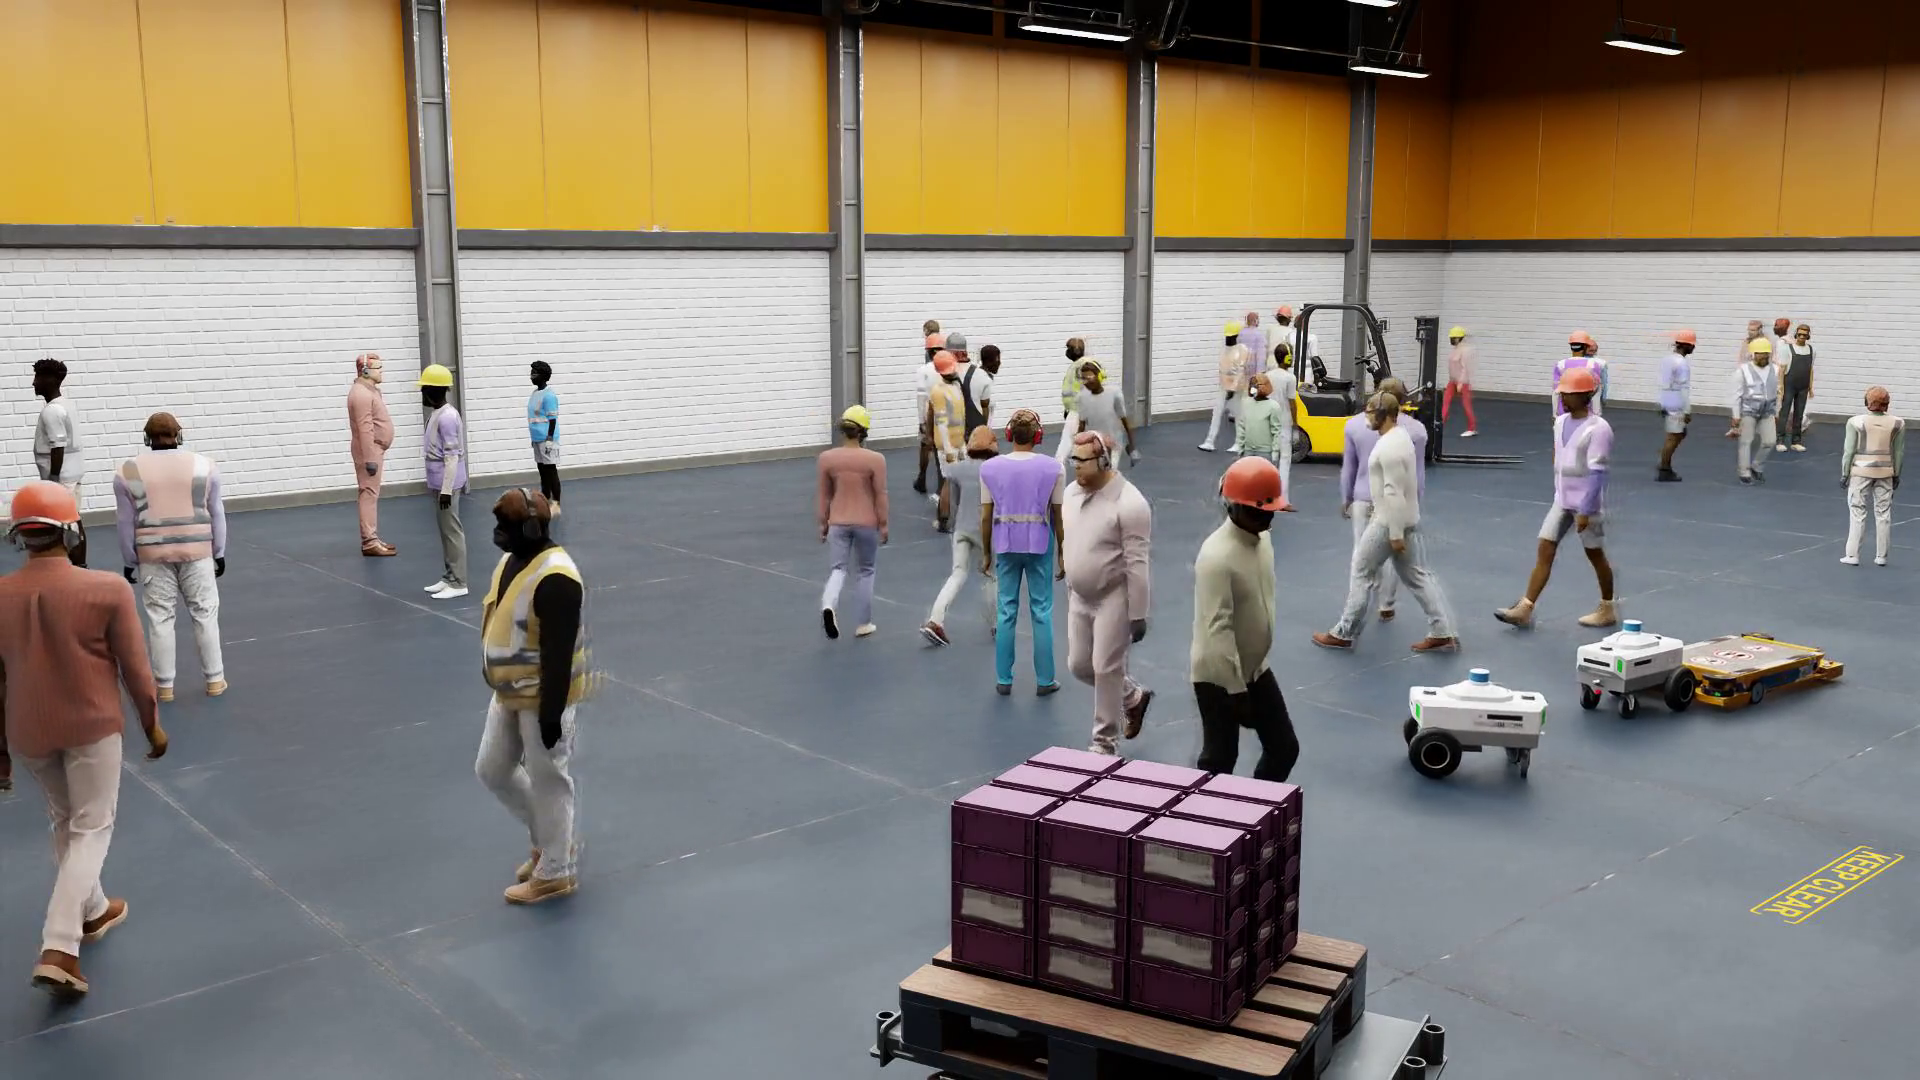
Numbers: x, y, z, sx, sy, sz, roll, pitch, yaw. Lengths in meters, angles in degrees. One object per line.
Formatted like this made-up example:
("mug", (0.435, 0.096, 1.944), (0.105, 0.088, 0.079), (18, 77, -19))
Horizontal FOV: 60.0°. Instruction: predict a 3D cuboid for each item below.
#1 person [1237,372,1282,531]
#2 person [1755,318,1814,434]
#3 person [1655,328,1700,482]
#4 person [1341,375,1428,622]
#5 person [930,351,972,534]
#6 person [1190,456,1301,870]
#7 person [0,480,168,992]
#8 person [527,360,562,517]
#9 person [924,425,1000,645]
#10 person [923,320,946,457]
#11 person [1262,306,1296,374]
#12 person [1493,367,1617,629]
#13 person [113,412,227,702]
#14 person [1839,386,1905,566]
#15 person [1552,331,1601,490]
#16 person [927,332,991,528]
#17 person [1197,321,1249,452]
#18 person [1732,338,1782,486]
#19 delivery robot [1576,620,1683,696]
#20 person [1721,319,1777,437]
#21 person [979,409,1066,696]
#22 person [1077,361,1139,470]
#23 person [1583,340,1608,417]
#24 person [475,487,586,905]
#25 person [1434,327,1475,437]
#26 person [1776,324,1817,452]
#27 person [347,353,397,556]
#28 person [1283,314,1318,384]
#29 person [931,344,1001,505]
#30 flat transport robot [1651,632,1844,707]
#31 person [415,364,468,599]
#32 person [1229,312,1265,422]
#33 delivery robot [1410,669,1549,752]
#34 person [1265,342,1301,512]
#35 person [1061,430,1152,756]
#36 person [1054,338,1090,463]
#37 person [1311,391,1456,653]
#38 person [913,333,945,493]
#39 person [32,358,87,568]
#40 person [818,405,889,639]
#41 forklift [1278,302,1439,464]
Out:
("person", (3.056, -0.898, 17.031), (0.286, 1.634, 0.500), (-8, 13, -40))
("person", (12.987, -2.574, 26.214), (0.581, 1.855, 0.892), (-9, 13, -43))
("person", (8.943, -1.674, 20.727), (0.453, 1.917, 0.583), (0, 10, 1))
("person", (3.207, -0.293, 12.659), (0.642, 1.918, 0.610), (4, 10, 22))
("person", (-0.096, -0.977, 16.787), (0.389, 1.883, 0.661), (5, 11, 25))
("person", (1.274, 0.593, 7.348), (0.604, 1.959, 0.638), (7, 12, 36))
("person", (-3.501, 0.747, 6.486), (0.620, 1.958, 0.981), (0, 10, -2))
("person", (-4.499, -1.090, 17.973), (0.318, 1.697, 0.535), (-7, 12, -35))
("person", (0.088, -0.036, 12.114), (0.537, 1.592, 0.837), (7, 12, 37))
("person", (-0.303, -2.133, 23.421), (0.444, 1.921, 0.661), (2, 10, 11))
("person", (5.212, -2.808, 27.153), (0.618, 2.004, 0.611), (-8, 13, -41))
("person", (4.571, -0.295, 12.465), (1.034, 1.984, 0.632), (-3, 10, -17))
("person", (-4.989, 0.106, 10.562), (0.624, 1.839, 0.430), (-4, 11, -25))
("person", (8.277, -0.573, 15.112), (0.523, 1.638, 0.310), (1, 10, 8))
("person", (7.355, -1.530, 19.875), (0.543, 1.928, 0.374), (5, 11, 28))
("person", (-0.048, -1.128, 17.192), (0.673, 2.000, 0.535), (-3, 10, -18))
("person", (3.792, -2.167, 23.734), (0.907, 1.879, 0.591), (-7, 12, -36))
("person", (9.765, -1.563, 20.387), (0.618, 1.816, 0.422), (0, 10, -1))
("delivery robot", (4.155, 0.741, 10.317), (0.707, 0.478, 0.477), (-7, 12, -35))
("person", (12.342, -2.503, 25.790), (0.873, 1.865, 0.711), (0, 10, 2))
("person", (0.404, 0.090, 10.628), (0.563, 1.847, 0.389), (2, 10, 10))
("person", (1.403, -0.851, 16.282), (0.552, 1.793, 0.939), (7, 12, 34))
("person", (8.914, -2.016, 23.658), (0.549, 1.621, 0.423), (4, 10, 21))
("person", (-1.853, 0.678, 7.219), (0.447, 1.831, 0.651), (-7, 12, -35))
("person", (7.667, -2.442, 25.802), (0.912, 1.710, 0.543), (-3, 10, -17))
("person", (12.058, -2.186, 23.967), (0.506, 1.843, 0.351), (0, 10, -2))
("person", (-5.538, -0.805, 15.693), (0.400, 1.910, 0.643), (-3, 10, -17))
("person", (5.468, -2.681, 26.743), (0.575, 1.884, 0.355), (5, 11, 25))
("person", (0.154, -1.231, 18.328), (0.972, 1.867, 0.672), (-1, 10, -4))
("flat transport robot", (5.095, 0.832, 10.885), (1.431, 0.197, 0.652), (-7, 12, -35))
("person", (-4.268, -0.481, 13.726), (0.364, 1.930, 0.588), (-5, 11, -25))
("person", (4.911, -2.918, 28.204), (0.982, 1.864, 0.665), (-9, 13, -41))
("delivery robot", (2.835, 0.949, 9.099), (0.707, 0.478, 0.477), (2, 10, 12))
("person", (3.547, -1.239, 18.350), (0.313, 1.867, 0.528), (-6, 12, -33))
("person", (0.849, 0.315, 9.200), (0.634, 1.882, 0.665), (-7, 12, -37))
("person", (1.482, -1.666, 21.112), (0.978, 1.791, 0.637), (0, 10, -2))
("person", (3.077, -0.115, 11.787), (0.989, 1.884, 0.628), (4, 11, 24))
("person", (-0.299, -1.474, 19.621), (0.554, 1.908, 0.859), (-3, 10, -16))
("person", (-7.575, -0.546, 13.999), (0.361, 1.965, 0.612), (-3, 10, -16))
("person", (-0.800, -0.110, 12.144), (0.528, 1.735, 0.635), (2, 10, 13))
("forklift", (5.320, -2.157, 22.763), (2.313, 2.155, 1.214), (3, 10, 16))
